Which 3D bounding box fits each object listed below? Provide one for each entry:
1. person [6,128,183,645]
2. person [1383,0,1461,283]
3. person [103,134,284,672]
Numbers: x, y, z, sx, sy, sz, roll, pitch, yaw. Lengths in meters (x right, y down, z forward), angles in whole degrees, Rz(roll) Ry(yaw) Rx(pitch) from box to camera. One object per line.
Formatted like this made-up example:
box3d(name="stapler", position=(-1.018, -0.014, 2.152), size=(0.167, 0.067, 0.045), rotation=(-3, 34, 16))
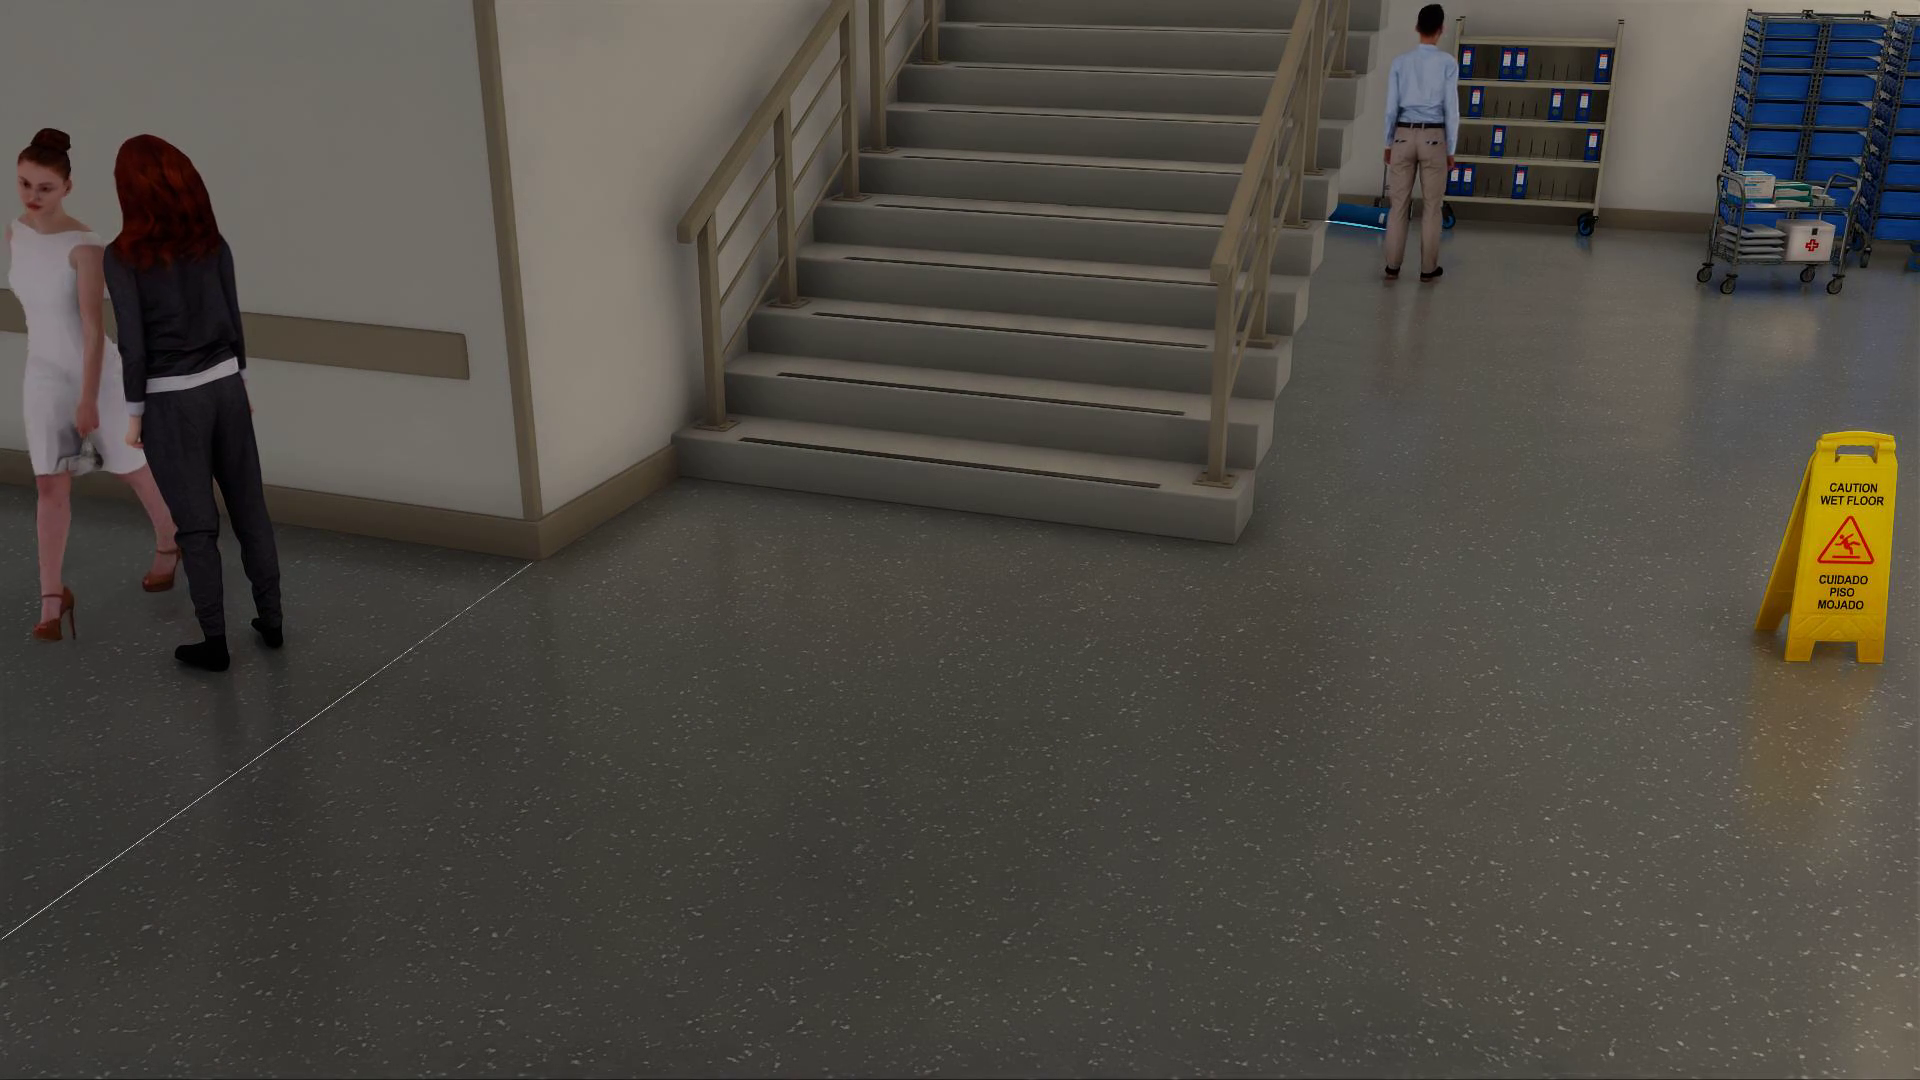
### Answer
box3d(name="person", position=(-3.008, -0.532, 5.824), size=(0.681, 1.738, 1.034), rotation=(9, 22, 22))
box3d(name="person", position=(3.160, -2.716, 11.438), size=(0.656, 1.845, 0.610), rotation=(9, 22, 22))
box3d(name="person", position=(-2.532, -0.435, 5.504), size=(0.695, 1.782, 0.535), rotation=(15, 25, 34))
